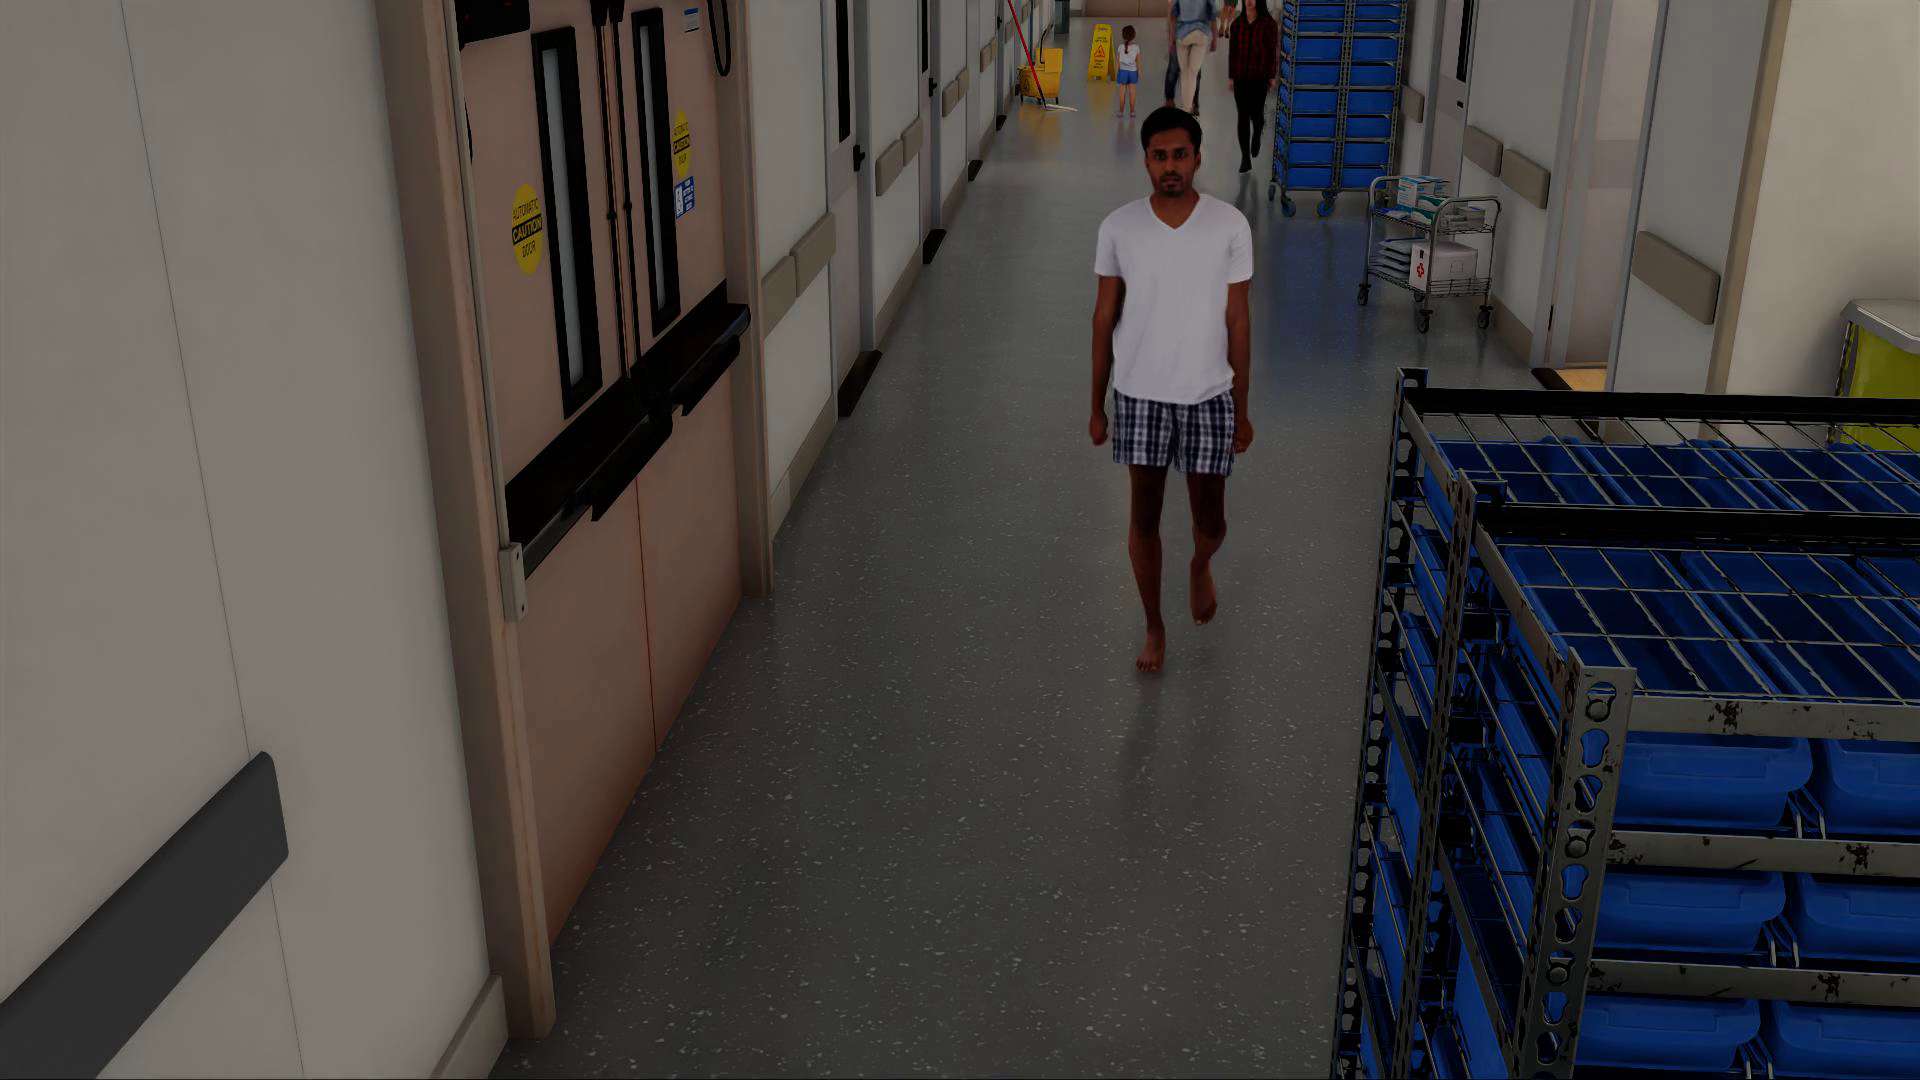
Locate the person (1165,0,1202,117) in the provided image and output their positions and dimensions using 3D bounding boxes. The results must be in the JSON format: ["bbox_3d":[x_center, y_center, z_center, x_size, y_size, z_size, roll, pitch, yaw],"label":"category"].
[{"bbox_3d":[2.584,-5.864,19.264,0.760,1.812,1.217,-1,21,-4],"label":"person"}]

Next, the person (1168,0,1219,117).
[{"bbox_3d":[2.520,-5.453,18.199,0.863,1.798,1.265,7,22,17],"label":"person"}]

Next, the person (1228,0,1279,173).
[{"bbox_3d":[2.650,-4.180,15.057,0.702,1.642,0.809,8,22,19],"label":"person"}]

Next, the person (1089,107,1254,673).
[{"bbox_3d":[0.675,-0.461,5.136,0.730,1.715,0.789,6,21,15],"label":"person"}]

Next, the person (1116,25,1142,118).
[{"bbox_3d":[1.935,-5.413,19.193,0.429,1.019,0.415,3,21,7],"label":"person"}]
